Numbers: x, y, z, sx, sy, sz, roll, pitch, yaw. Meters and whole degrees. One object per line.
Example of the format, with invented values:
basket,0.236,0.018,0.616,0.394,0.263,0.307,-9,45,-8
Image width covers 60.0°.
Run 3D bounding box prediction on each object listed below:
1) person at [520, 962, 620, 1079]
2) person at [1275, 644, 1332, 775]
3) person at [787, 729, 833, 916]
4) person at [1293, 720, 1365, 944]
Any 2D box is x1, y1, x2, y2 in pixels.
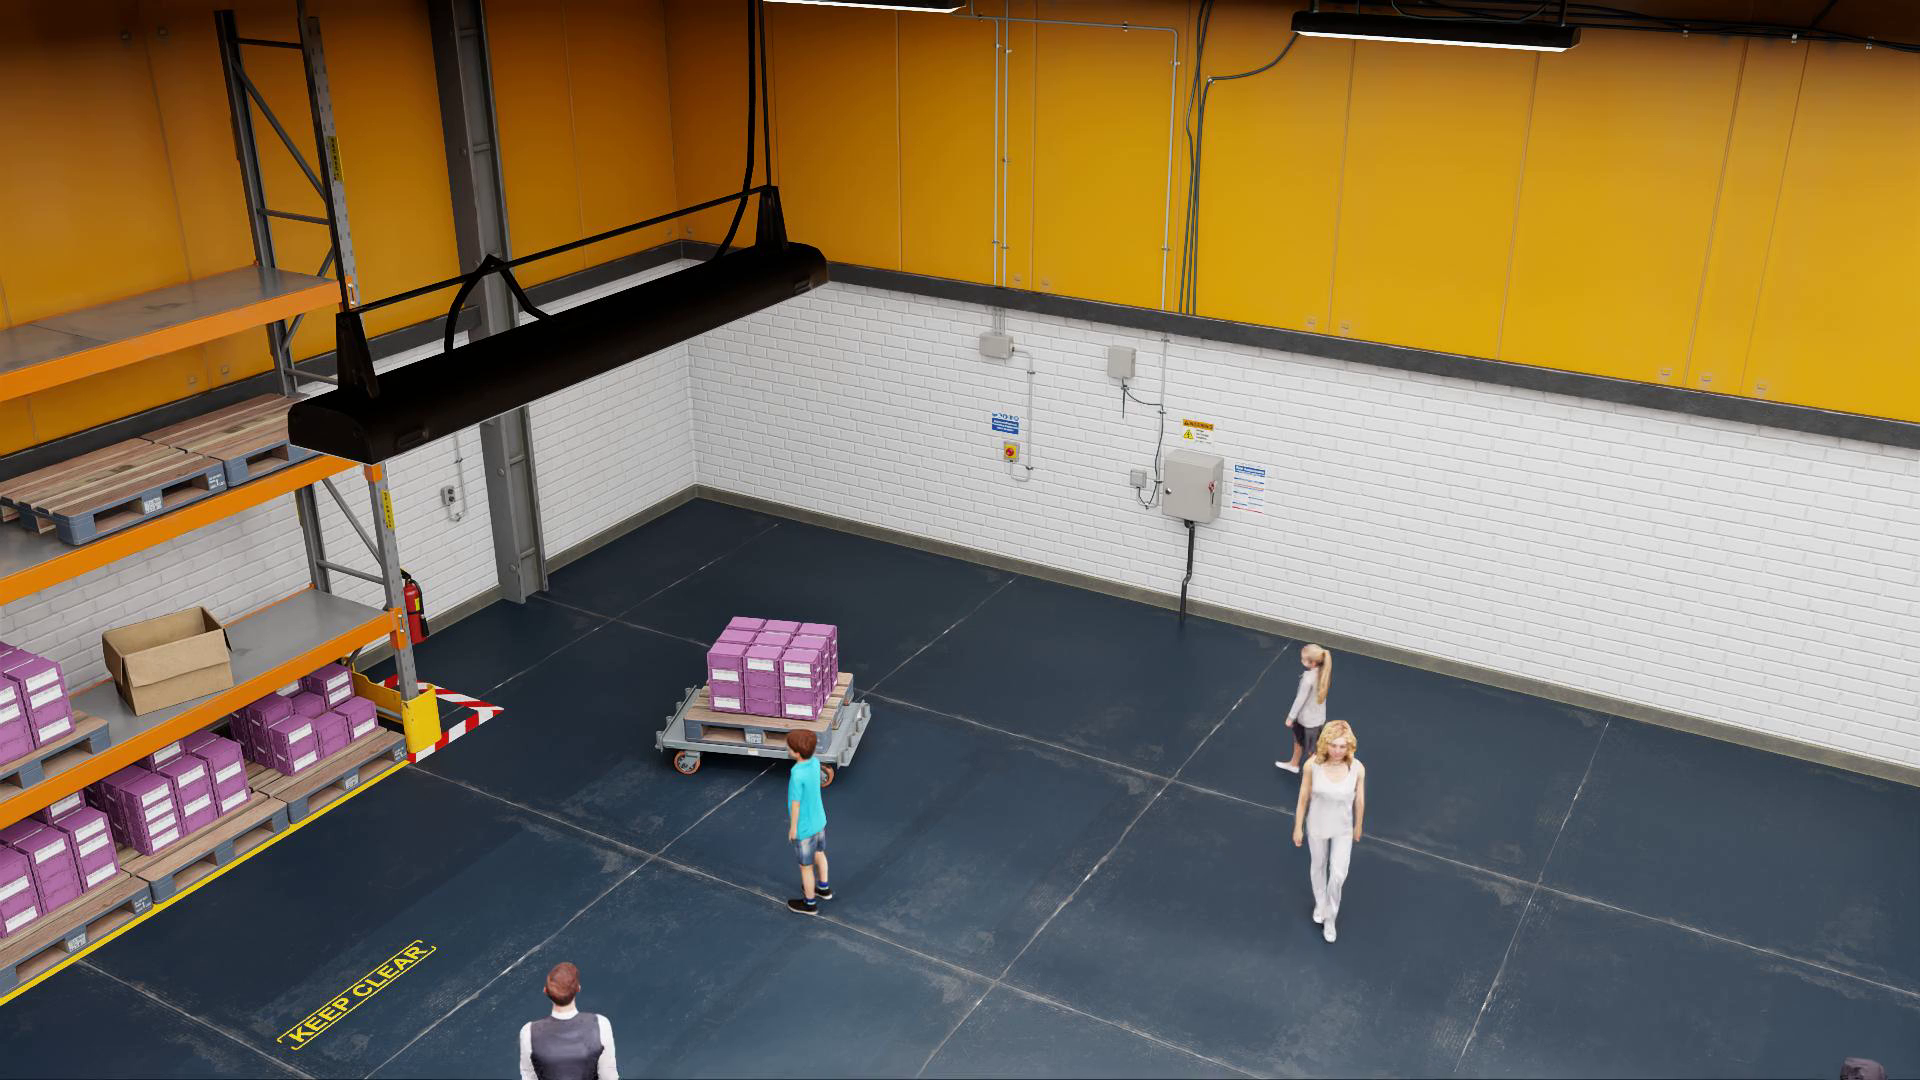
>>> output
person,-2.061,3.105,8.820,1.050,1.916,1.114,-6,24,-13
person,2.884,1.446,13.439,0.578,1.257,0.776,15,28,30
person,-1.083,2.002,11.930,0.605,1.447,0.470,8,25,18
person,2.621,1.969,11.746,0.707,1.655,0.783,7,24,15
